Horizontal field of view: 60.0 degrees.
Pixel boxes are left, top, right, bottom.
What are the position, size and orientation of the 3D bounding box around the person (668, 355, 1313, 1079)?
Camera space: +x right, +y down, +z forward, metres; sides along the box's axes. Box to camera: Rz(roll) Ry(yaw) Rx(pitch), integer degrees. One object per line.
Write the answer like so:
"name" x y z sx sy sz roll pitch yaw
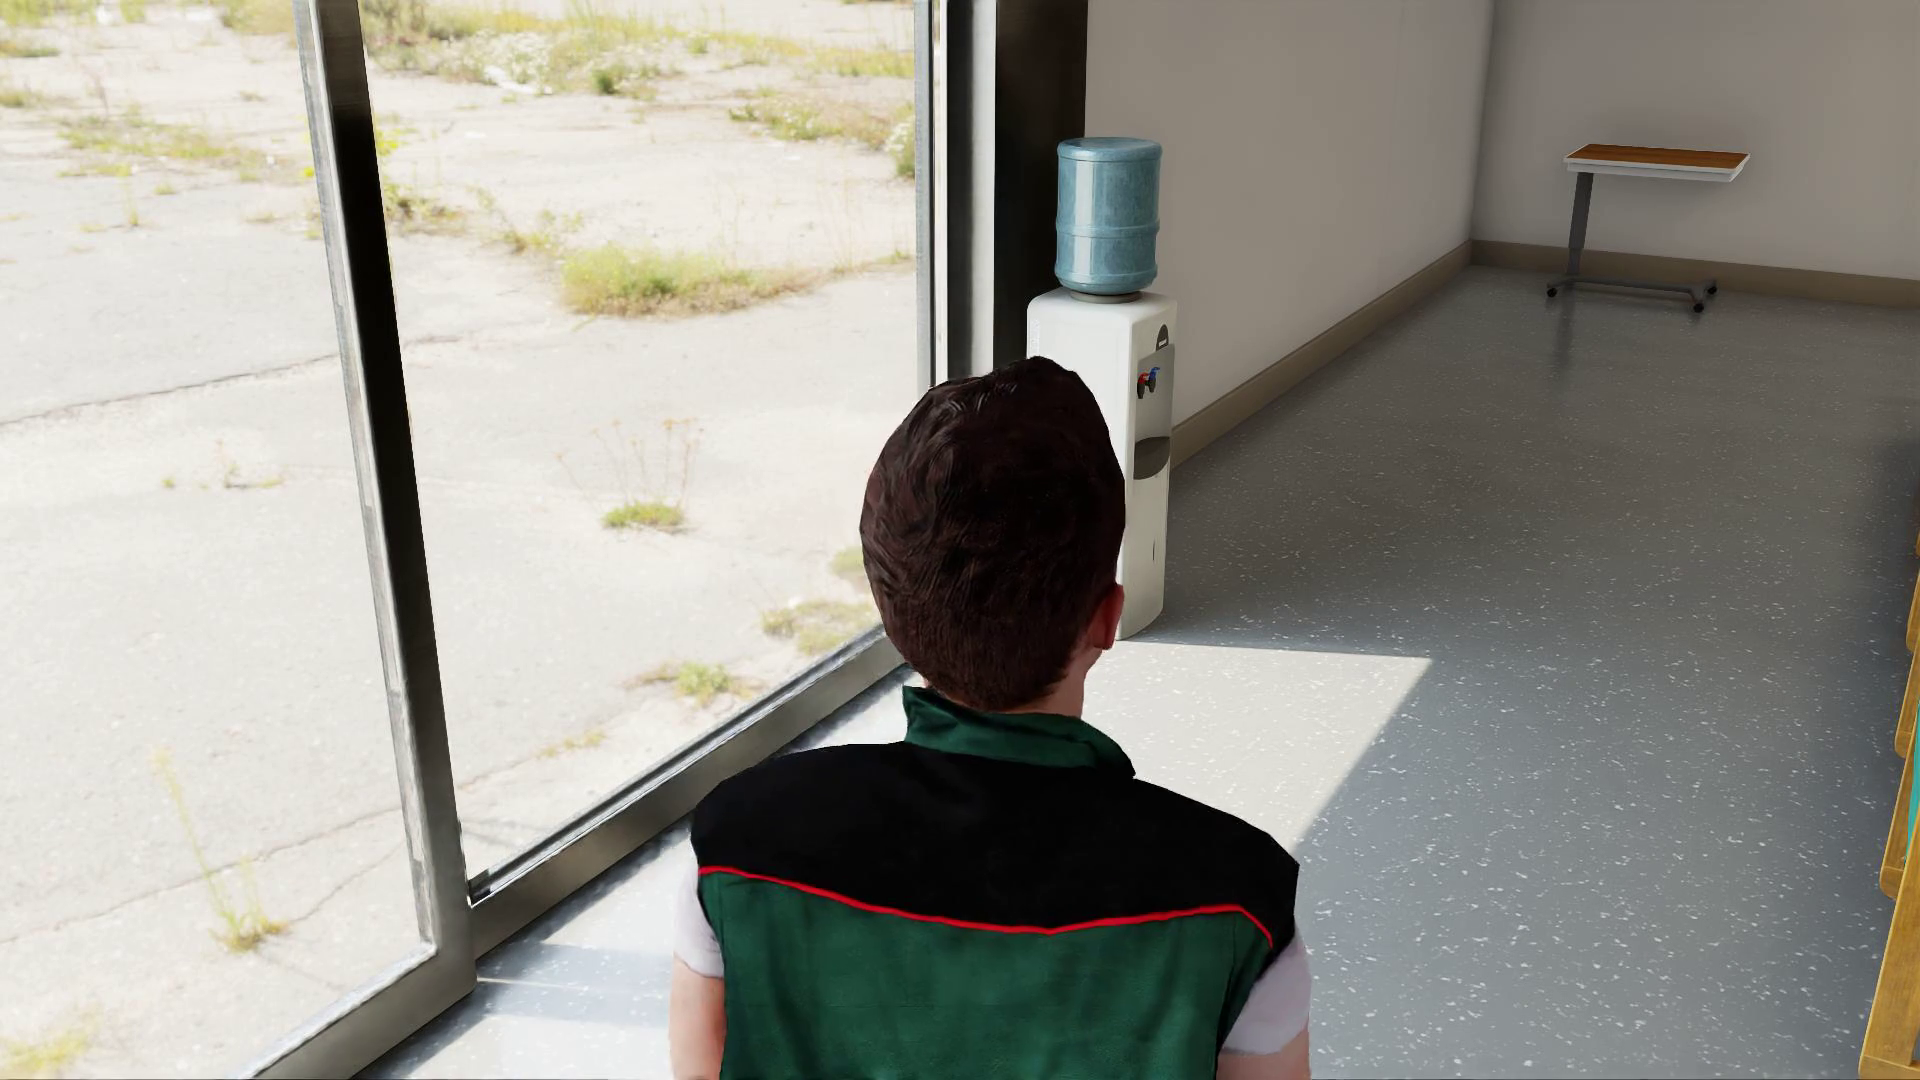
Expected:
"person" 0.009 0.776 1.368 0.882 1.820 0.784 8 22 21
